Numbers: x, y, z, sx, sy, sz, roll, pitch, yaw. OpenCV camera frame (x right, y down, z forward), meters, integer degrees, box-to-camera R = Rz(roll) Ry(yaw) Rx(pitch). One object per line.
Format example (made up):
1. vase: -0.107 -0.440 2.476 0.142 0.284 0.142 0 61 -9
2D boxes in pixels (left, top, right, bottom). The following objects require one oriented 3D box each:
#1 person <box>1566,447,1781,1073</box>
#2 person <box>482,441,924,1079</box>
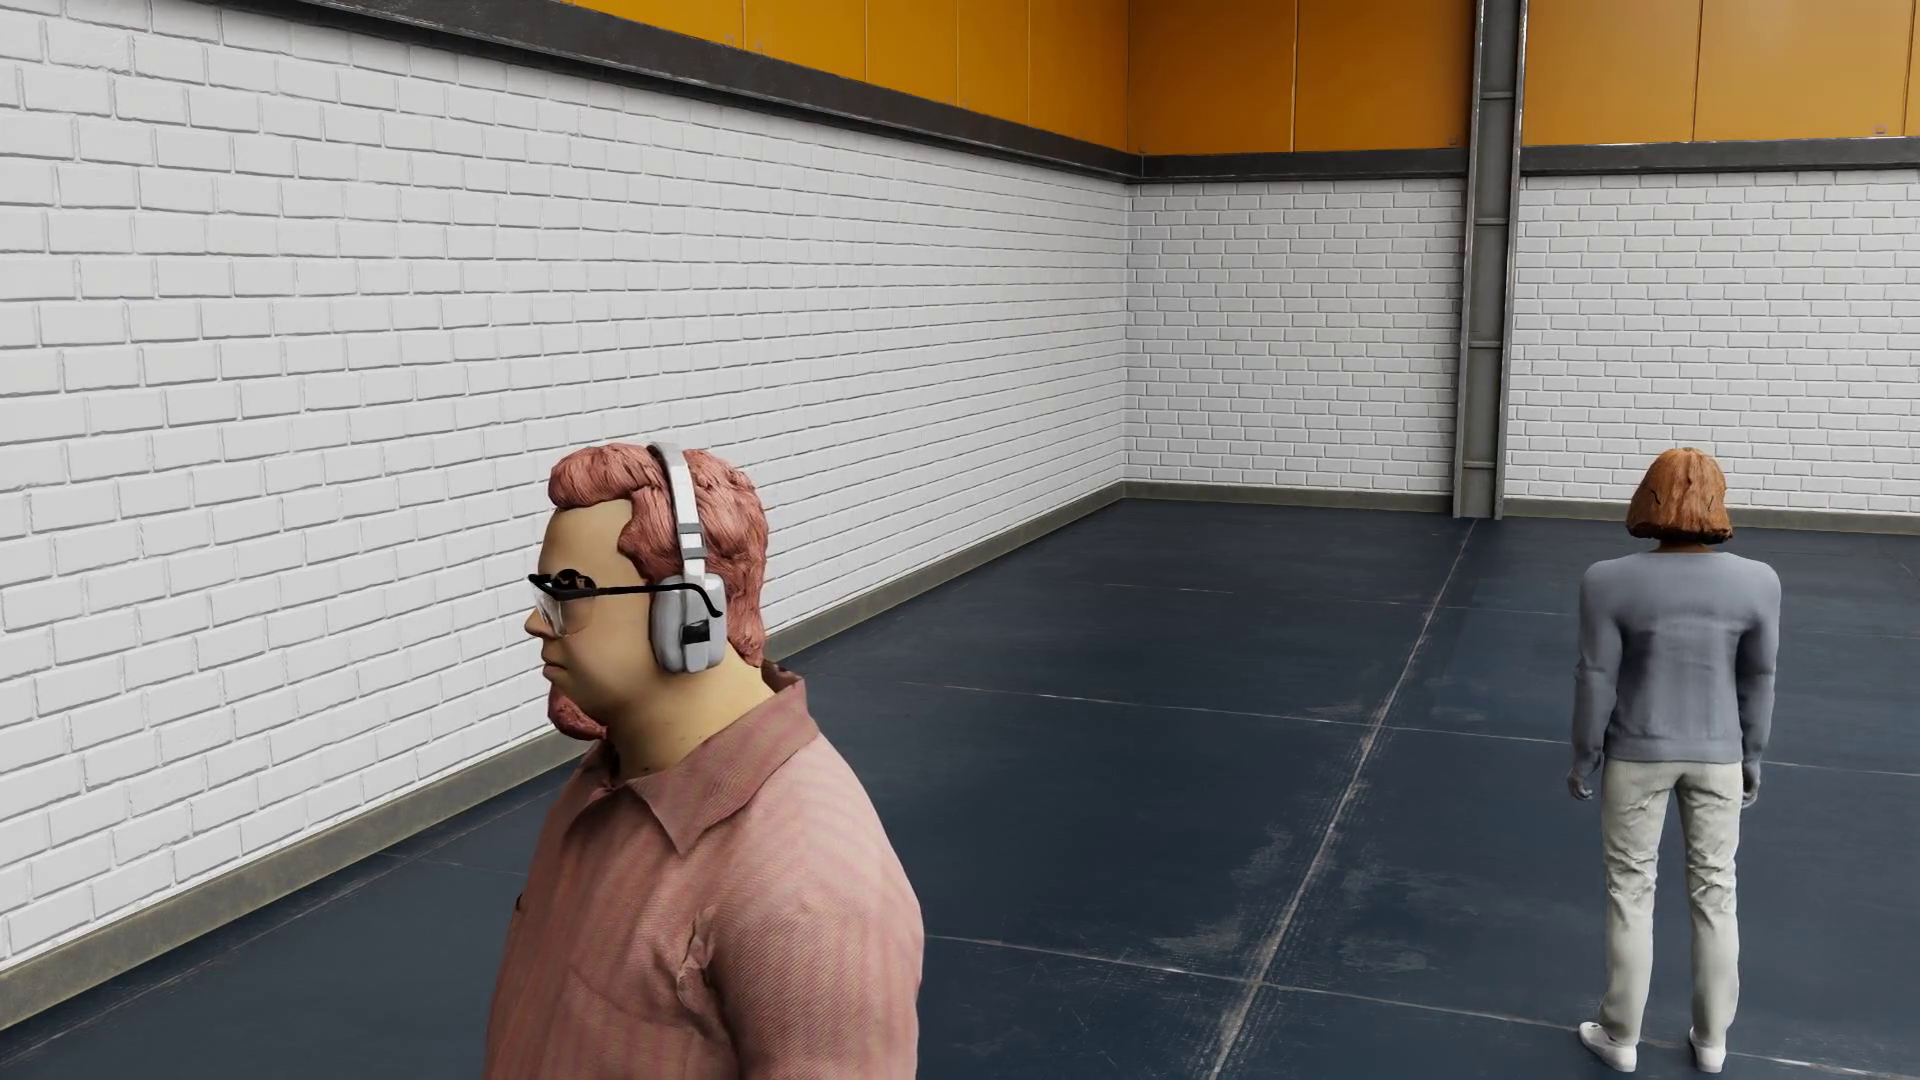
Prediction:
1. person: 1.834 0.576 4.315 0.501 1.633 0.285 1 9 7
2. person: -0.301 0.846 1.765 0.408 1.908 0.643 -5 10 -30
